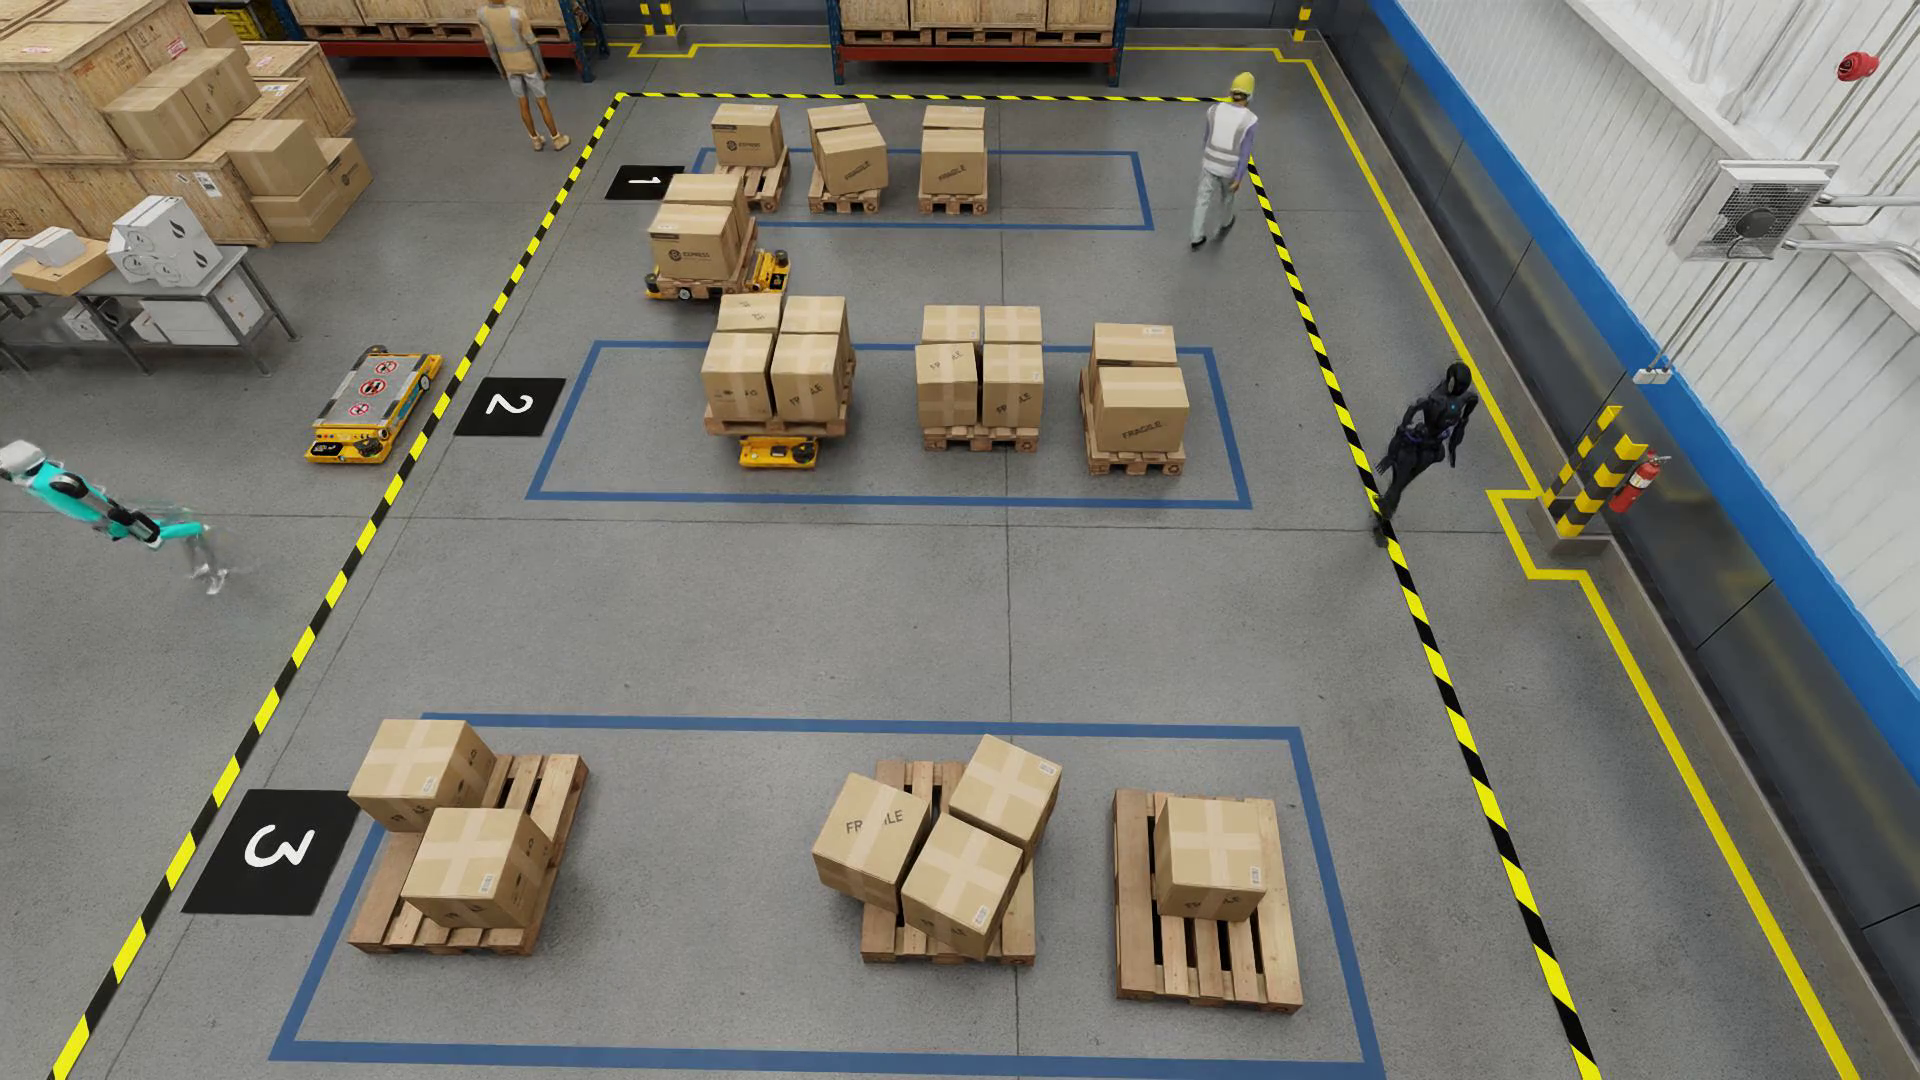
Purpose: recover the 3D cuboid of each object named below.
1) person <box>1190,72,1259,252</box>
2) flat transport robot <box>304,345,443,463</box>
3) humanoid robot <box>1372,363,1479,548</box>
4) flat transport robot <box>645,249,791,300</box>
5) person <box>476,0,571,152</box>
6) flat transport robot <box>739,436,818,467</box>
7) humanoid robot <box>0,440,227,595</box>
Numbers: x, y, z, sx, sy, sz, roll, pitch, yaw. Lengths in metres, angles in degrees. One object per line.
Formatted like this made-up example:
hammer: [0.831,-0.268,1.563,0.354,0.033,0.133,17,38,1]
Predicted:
person: [2.846,-4.033,9.786,0.590,1.778,0.861,29,56,23]
flat transport robot: [-5.383,-1.269,8.441,0.659,0.231,1.431,1,50,1]
humanoid robot: [3.559,-0.664,7.013,0.614,1.643,0.602,-6,50,-5]
flat transport robot: [-2.565,-2.838,9.750,1.431,0.197,0.652,1,50,1]
person: [-5.297,-5.732,11.060,0.605,2.038,0.391,2,50,2]
flat transport robot: [-1.582,-1.234,8.393,0.652,0.197,1.431,1,50,1]
humanoid robot: [-5.876,-0.196,6.578,0.551,1.768,0.802,11,51,9]
